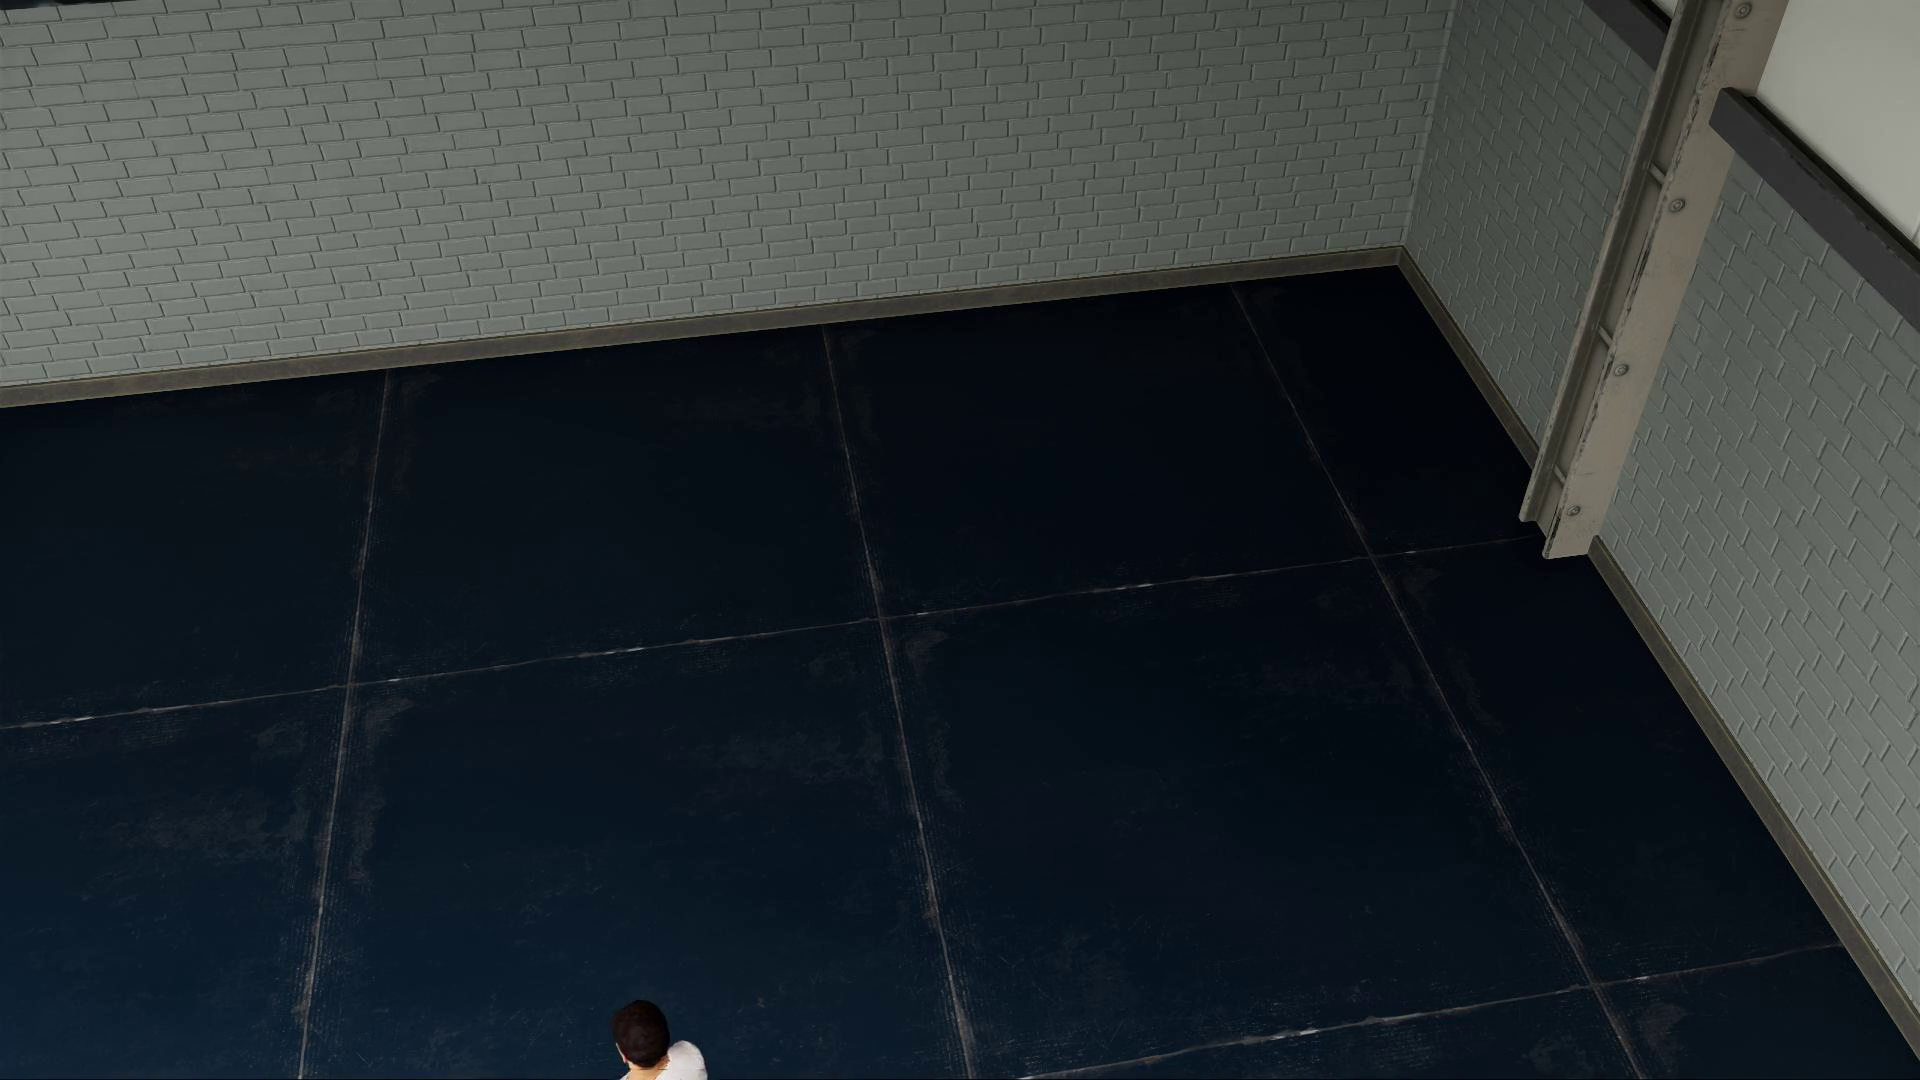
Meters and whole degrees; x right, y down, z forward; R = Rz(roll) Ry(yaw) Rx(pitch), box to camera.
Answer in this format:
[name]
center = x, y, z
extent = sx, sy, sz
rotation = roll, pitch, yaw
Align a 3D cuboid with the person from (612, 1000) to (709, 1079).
[person]
center = -1.106, 2.385, 6.372
extent = 1.124, 1.692, 1.035
rotation = 28, 50, 26
